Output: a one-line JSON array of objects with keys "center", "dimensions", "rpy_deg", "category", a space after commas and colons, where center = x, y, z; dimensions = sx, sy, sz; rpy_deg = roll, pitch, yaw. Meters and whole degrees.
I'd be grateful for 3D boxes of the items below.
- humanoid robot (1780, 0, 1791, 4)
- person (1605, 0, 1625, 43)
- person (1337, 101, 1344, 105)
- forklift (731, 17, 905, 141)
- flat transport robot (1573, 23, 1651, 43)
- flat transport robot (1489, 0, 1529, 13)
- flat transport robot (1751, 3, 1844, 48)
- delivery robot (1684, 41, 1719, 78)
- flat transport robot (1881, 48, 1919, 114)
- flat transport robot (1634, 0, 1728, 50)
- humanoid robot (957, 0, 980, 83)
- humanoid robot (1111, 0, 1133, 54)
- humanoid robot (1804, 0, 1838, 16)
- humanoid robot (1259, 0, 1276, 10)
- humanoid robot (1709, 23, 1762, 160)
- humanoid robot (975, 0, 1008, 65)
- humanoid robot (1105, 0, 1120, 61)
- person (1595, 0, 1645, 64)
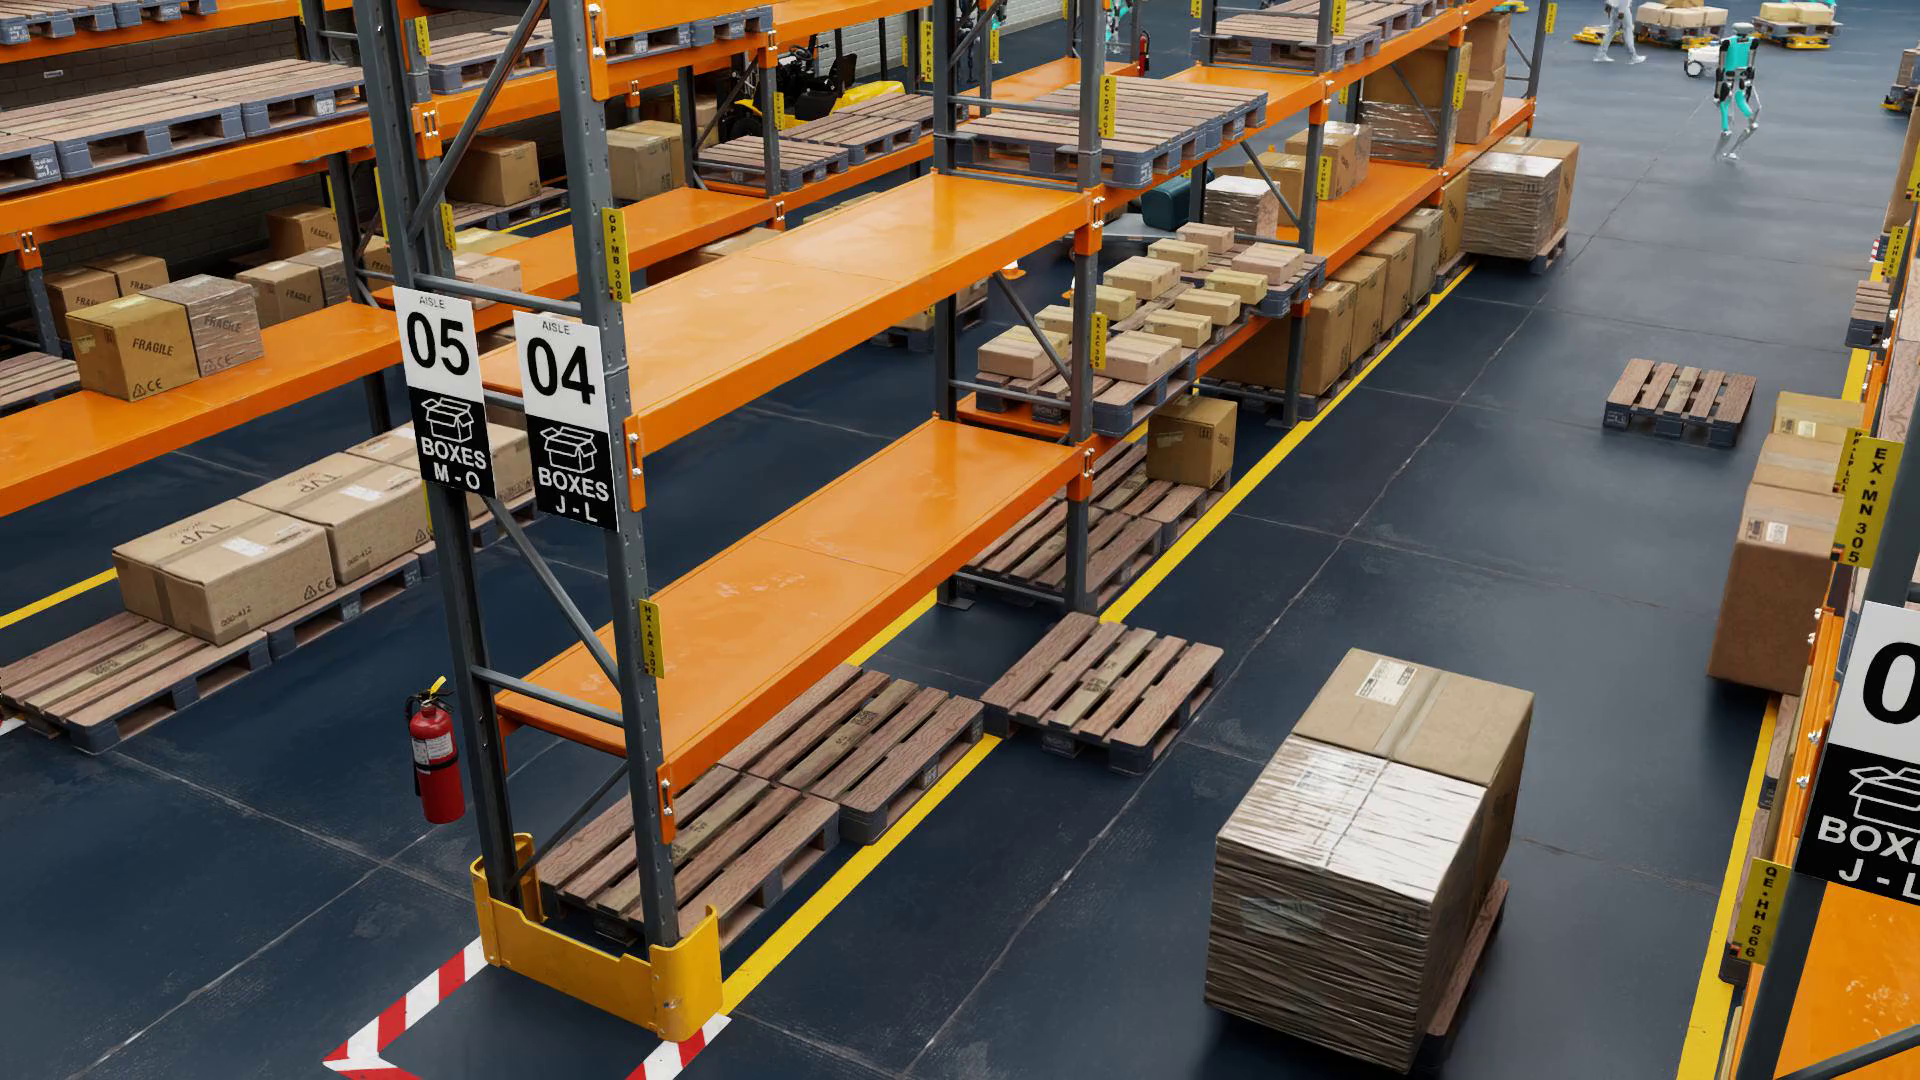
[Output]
[{"center": [16.002, -10.820, 32.222], "dimensions": [0.680, 1.877, 0.549], "rpy_deg": [1, 26, 3], "category": "humanoid robot"}, {"center": [12.114, -10.098, 30.393], "dimensions": [0.632, 1.937, 0.421], "rpy_deg": [-19, 31, -33], "category": "person"}, {"center": [5.583, -7.505, 25.078], "dimensions": [1.002, 1.892, 0.634], "rpy_deg": [6, 26, 12], "category": "person"}, {"center": [-1.819, -5.975, 21.543], "dimensions": [2.313, 2.155, 1.214], "rpy_deg": [14, 29, 26], "category": "forklift"}, {"center": [12.152, -9.393, 30.860], "dimensions": [1.431, 0.231, 0.659], "rpy_deg": [-13, 28, -24], "category": "flat transport robot"}, {"center": [10.867, -10.925, 34.042], "dimensions": [1.431, 0.231, 0.659], "rpy_deg": [-10, 27, -20], "category": "flat transport robot"}, {"center": [15.248, -9.192, 30.442], "dimensions": [0.659, 0.231, 1.431], "rpy_deg": [-2, 26, -4], "category": "flat transport robot"}, {"center": [12.409, -7.945, 27.500], "dimensions": [0.750, 0.575, 0.499], "rpy_deg": [8, 27, 17], "category": "delivery robot"}, {"center": [14.589, -6.456, 24.758], "dimensions": [0.659, 0.231, 1.431], "rpy_deg": [-20, 32, -35], "category": "flat transport robot"}, {"center": [13.040, -9.114, 30.281], "dimensions": [0.659, 0.231, 1.431], "rpy_deg": [-11, 28, -22], "category": "flat transport robot"}, {"center": [0.087, -8.280, 26.920], "dimensions": [0.609, 1.651, 0.339], "rpy_deg": [14, 29, 27], "category": "humanoid robot"}, {"center": [2.772, -9.480, 29.356], "dimensions": [0.530, 1.755, 0.867], "rpy_deg": [15, 30, 29], "category": "humanoid robot"}, {"center": [16.022, -10.172, 30.853], "dimensions": [1.031, 1.768, 0.534], "rpy_deg": [-8, 27, -15], "category": "humanoid robot"}, {"center": [4.702, -7.761, 25.868], "dimensions": [0.433, 1.635, 0.611], "rpy_deg": [14, 29, 26], "category": "humanoid robot"}, {"center": [10.161, -5.741, 21.644], "dimensions": [0.535, 1.831, 0.748], "rpy_deg": [-5, 26, -9], "category": "humanoid robot"}, {"center": [0.458, -8.790, 27.756], "dimensions": [0.533, 1.681, 0.735], "rpy_deg": [14, 29, 26], "category": "humanoid robot"}, {"center": [2.267, -8.227, 26.751], "dimensions": [0.530, 1.766, 0.809], "rpy_deg": [6, 26, 13], "category": "humanoid robot"}, {"center": [11.415, -9.119, 28.428], "dimensions": [0.794, 1.884, 0.615], "rpy_deg": [2, 26, 5], "category": "person"}]
